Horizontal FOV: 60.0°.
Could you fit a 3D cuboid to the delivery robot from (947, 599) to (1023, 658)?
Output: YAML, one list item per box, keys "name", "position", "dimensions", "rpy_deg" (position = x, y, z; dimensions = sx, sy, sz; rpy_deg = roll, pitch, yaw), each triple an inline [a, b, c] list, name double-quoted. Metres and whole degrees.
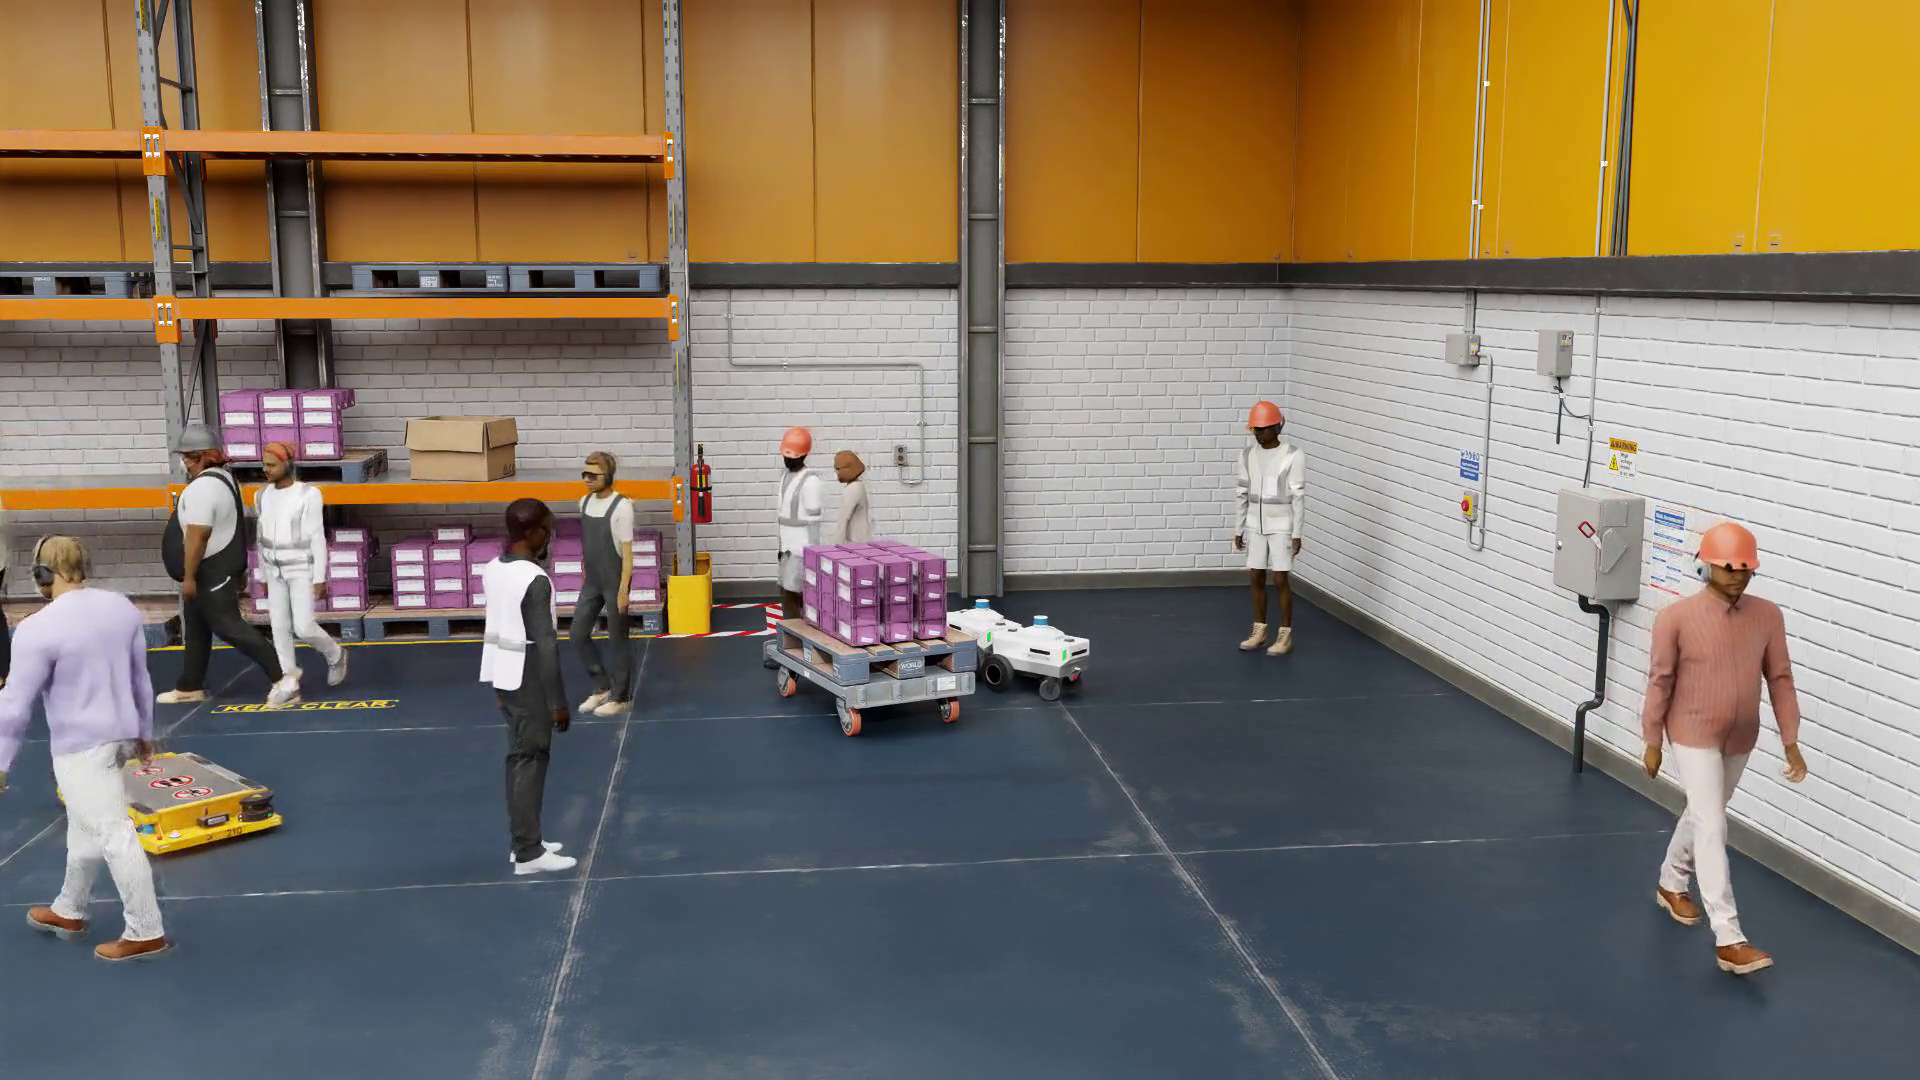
- name: "delivery robot"
  position: [0.169, 0.694, 12.620]
  dimensions: [0.477, 0.478, 0.707]
  rpy_deg: [-5, 11, -30]

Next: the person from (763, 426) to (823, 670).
- name: "person"
  position: [-1.166, 0.053, 12.748]
  dimensions: [0.663, 1.894, 0.572]
  rpy_deg: [-5, 10, -27]

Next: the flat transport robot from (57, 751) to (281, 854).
- name: "flat transport robot"
  position: [-4.420, 1.423, 9.249]
  dimensions: [1.431, 0.197, 0.652]
  rpy_deg: [8, 12, 43]

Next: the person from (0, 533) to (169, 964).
- name: "person"
  position: [-3.931, 0.918, 7.334]
  dimensions: [0.924, 1.887, 0.661]
  rpy_deg: [2, 9, 11]

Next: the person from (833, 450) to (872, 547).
- name: "person"
  position: [-0.941, 0.053, 13.653]
  dimensions: [0.854, 1.585, 0.530]
  rpy_deg: [0, 9, 2]

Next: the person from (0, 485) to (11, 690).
- name: "person"
  position: [-6.985, 0.168, 11.764]
  dimensions: [0.469, 1.975, 0.662]
  rpy_deg: [0, 9, -2]

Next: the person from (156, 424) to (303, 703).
- name: "person"
  position: [-5.162, 0.154, 11.662]
  dimensions: [0.977, 2.000, 0.684]
  rpy_deg: [-2, 9, -11]

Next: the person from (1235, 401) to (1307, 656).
- name: "person"
  position: [2.452, -0.094, 13.267]
  dimensions: [0.632, 2.026, 0.409]
  rpy_deg: [8, 12, 42]

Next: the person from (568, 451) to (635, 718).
- name: "person"
  position: [-2.447, 0.316, 11.291]
  dimensions: [0.535, 1.832, 0.485]
  rpy_deg: [6, 11, 35]

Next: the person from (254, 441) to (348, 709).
- name: "person"
  position: [-4.663, 0.229, 11.714]
  dimensions: [0.588, 1.871, 0.583]
  rpy_deg: [3, 10, 19]

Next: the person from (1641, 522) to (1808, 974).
- name: "person"
  position: [3.407, 0.882, 7.430]
  dimensions: [0.609, 1.940, 1.030]
  rpy_deg: [-2, 9, -11]

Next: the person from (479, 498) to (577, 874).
- name: "person"
  position: [-2.202, 0.737, 8.422]
  dimensions: [0.398, 1.921, 0.598]
  rpy_deg: [-7, 12, -38]

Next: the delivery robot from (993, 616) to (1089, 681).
- name: "delivery robot"
  position: [0.584, 0.791, 12.015]
  dimensions: [0.707, 0.478, 0.477]
  rpy_deg: [8, 12, 40]
